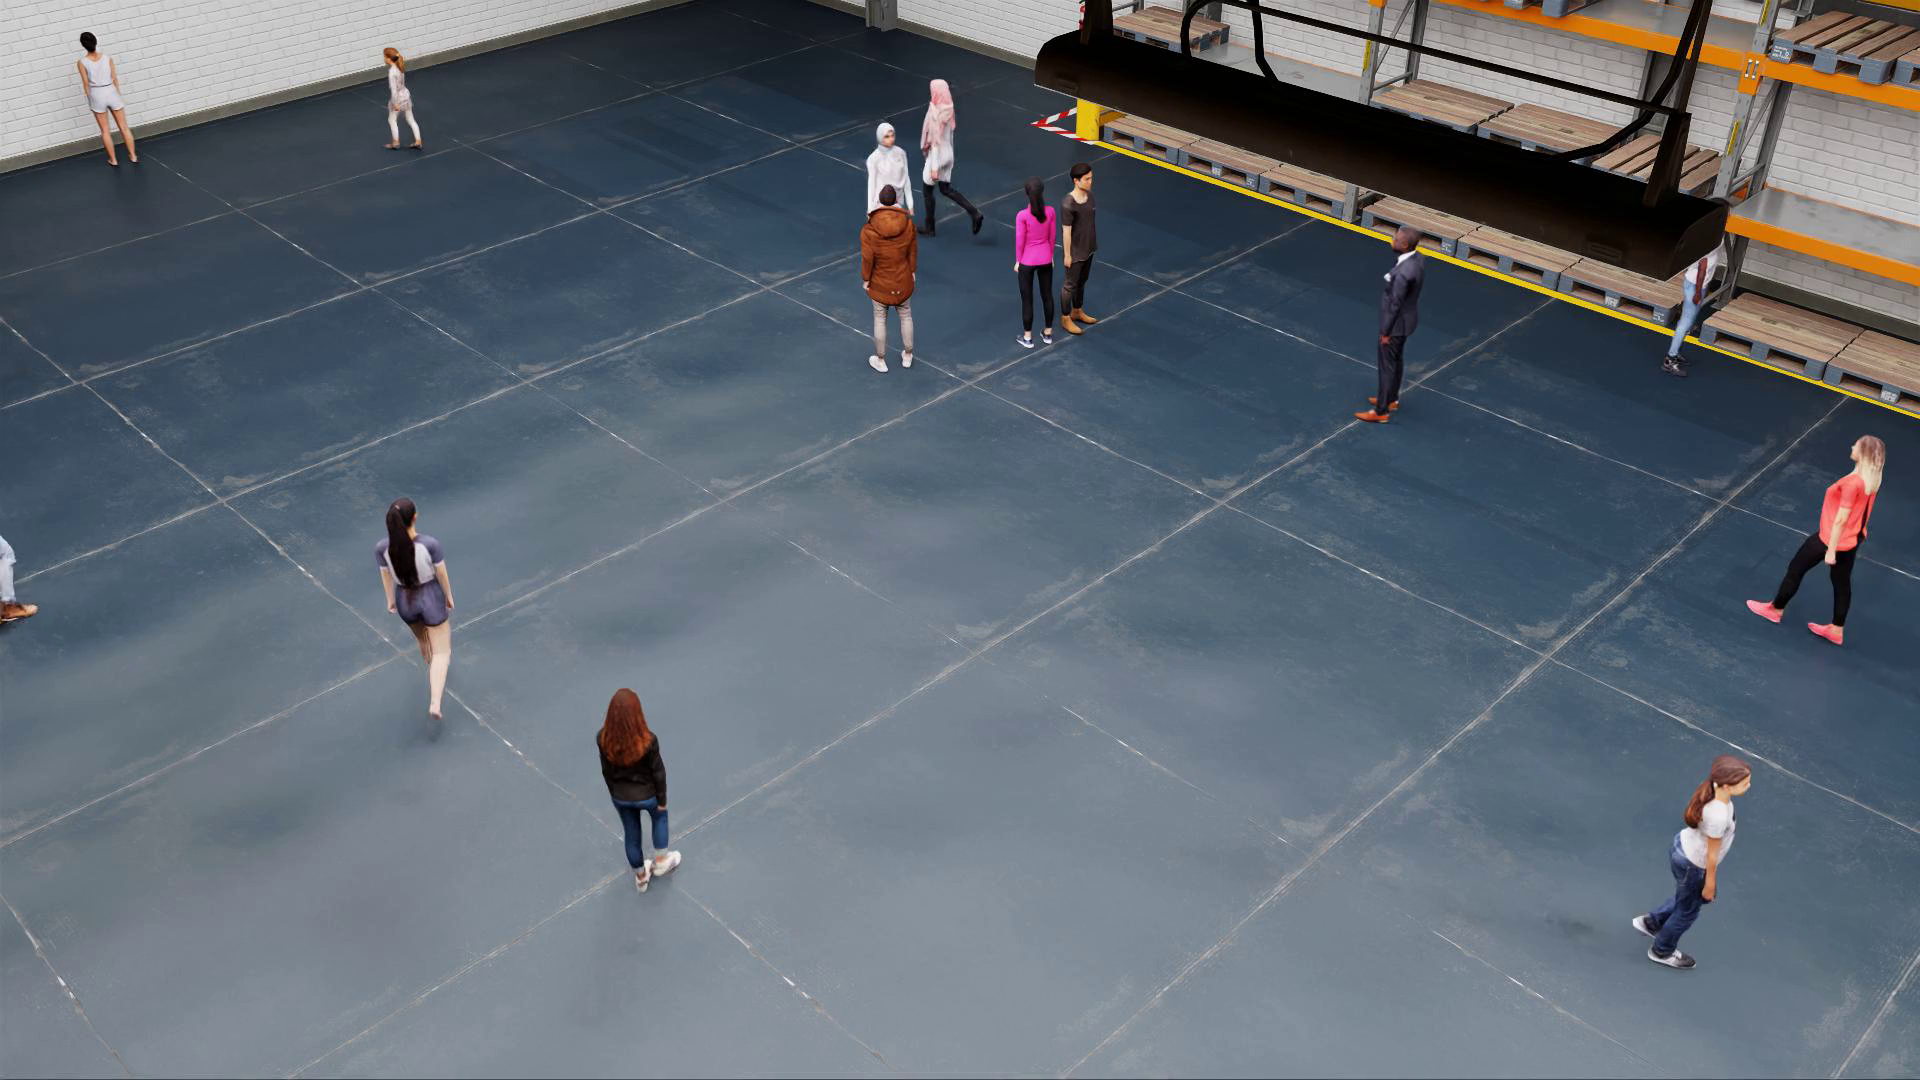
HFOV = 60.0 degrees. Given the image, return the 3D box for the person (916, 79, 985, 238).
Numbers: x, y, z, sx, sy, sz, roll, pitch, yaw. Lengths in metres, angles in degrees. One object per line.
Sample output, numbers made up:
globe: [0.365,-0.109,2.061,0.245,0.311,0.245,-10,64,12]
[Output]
person: [-0.132,-4.111,18.132,1.148,1.784,0.880,14,36,20]

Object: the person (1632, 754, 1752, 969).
person: [4.117,1.806,9.443,0.738,1.547,0.674,10,35,14]

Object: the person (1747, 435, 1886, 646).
person: [6.425,0.044,11.985,0.651,1.668,0.928,-23,40,-31]

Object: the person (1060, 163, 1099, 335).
person: [1.160,-2.896,16.365,0.599,1.716,0.659,21,39,29]

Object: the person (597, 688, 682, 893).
person: [-1.954,1.537,9.914,0.661,1.473,0.726,2,34,2]

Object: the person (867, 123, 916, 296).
person: [-0.777,-3.455,17.184,0.764,1.740,1.169,-21,39,-28]

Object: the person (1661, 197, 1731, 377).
person: [6.916,-2.397,15.609,0.611,1.721,0.640,18,37,24]

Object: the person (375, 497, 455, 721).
person: [-3.682,0.496,11.349,1.000,1.620,1.070,0,34,-1]

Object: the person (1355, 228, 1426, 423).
person: [3.893,-1.923,14.808,0.708,1.819,0.755,17,37,24]

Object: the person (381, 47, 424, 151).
person: [-6.858,-5.441,20.575,0.827,1.294,0.745,5,34,7]

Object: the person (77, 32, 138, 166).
person: [-10.367,-5.353,20.154,0.571,1.612,0.539,-24,40,-31]

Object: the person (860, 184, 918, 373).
person: [-0.650,-2.449,15.581,0.832,1.839,0.860,-11,35,-16]

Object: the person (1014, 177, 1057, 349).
person: [0.734,-2.683,16.060,0.657,1.698,0.666,-13,36,-18]
